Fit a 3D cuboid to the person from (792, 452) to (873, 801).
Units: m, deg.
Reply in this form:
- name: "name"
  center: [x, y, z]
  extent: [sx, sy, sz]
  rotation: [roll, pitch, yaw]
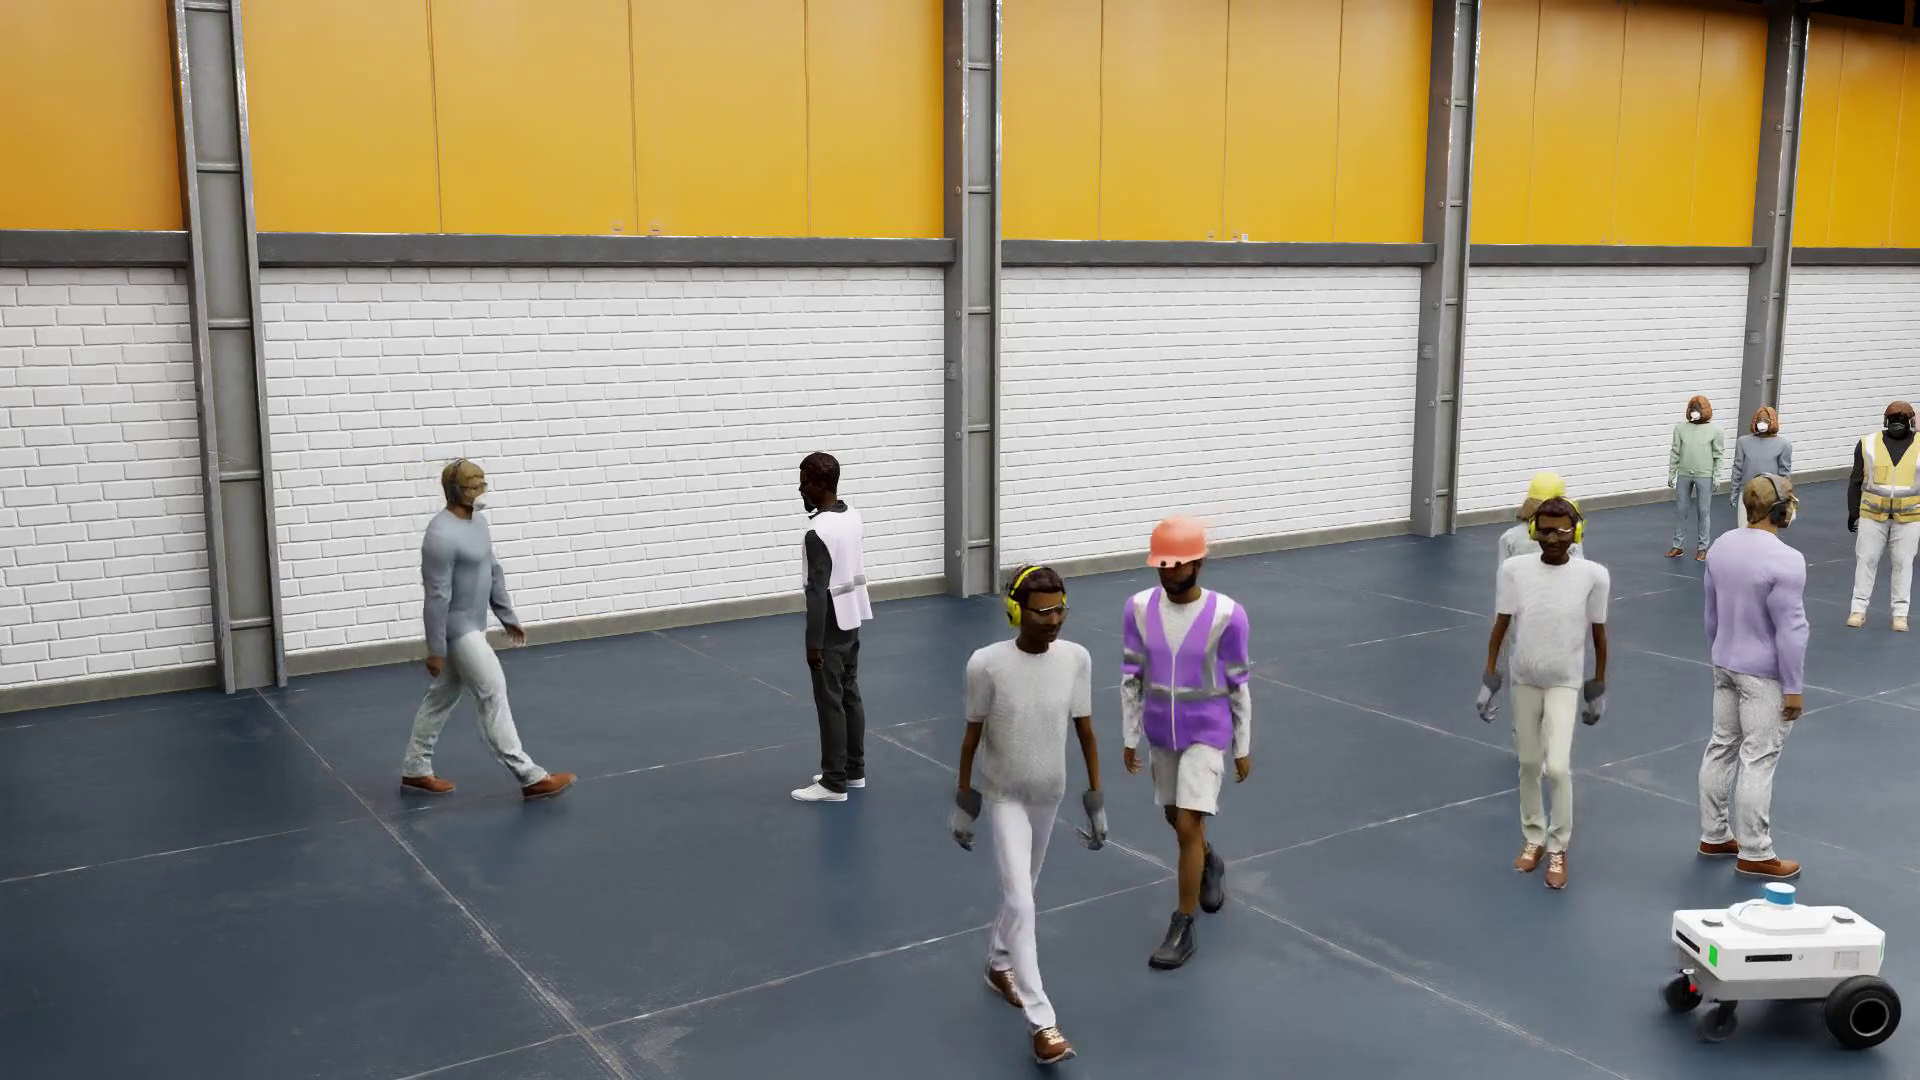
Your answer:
- name: "person"
  center: [-0.691, 0.473, 9.059]
  extent: [0.397, 1.911, 0.587]
  rotation: [3, 10, 16]

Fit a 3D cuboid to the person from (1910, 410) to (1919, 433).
- name: "person"
  center: [9.808, -0.747, 16.826]
  extent: [0.299, 1.772, 0.525]
  rotation: [-8, 12, -39]

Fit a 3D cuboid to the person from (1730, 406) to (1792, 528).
- name: "person"
  center: [7.279, -0.404, 15.156]
  extent: [0.500, 1.636, 0.280]
  rotation: [8, 12, 40]

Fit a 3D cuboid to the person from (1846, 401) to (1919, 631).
- name: "person"
  center: [7.427, -0.193, 13.271]
  extent: [0.633, 1.842, 0.429]
  rotation: [6, 11, 30]

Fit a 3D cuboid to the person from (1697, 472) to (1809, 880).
- name: "person"
  center: [3.801, 0.641, 7.952]
  extent: [0.372, 1.940, 0.631]
  rotation: [-2, 10, -12]

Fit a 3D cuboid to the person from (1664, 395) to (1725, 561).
- name: "person"
  center: [7.259, -0.614, 16.434]
  extent: [0.509, 1.631, 0.269]
  rotation: [9, 13, 42]

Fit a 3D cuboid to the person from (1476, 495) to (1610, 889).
- name: "person"
  center: [2.733, 0.707, 7.851]
  extent: [0.538, 1.847, 0.620]
  rotation: [6, 11, 34]

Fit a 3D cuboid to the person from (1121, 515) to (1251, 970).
- name: "person"
  center: [1.003, 0.799, 7.169]
  extent: [0.552, 1.899, 0.891]
  rotation: [5, 11, 30]

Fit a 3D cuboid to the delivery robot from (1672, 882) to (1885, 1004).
- name: "delivery robot"
  center: [3.110, 1.552, 6.344]
  extent: [0.707, 0.478, 0.477]
  rotation: [-1, 9, -4]

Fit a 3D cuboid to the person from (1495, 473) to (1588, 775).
- name: "person"
  center: [3.352, 0.489, 9.609]
  extent: [0.679, 1.725, 0.512]
  rotation: [-9, 13, -44]

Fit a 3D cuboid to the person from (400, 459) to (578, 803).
- name: "person"
  center: [-2.627, 0.496, 8.994]
  extent: [1.025, 1.885, 0.633]
  rotation: [0, 9, -1]

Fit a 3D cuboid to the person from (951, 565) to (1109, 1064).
- name: "person"
  center: [0.293, 0.992, 6.221]
  extent: [0.541, 1.812, 0.986]
  rotation: [-4, 10, -24]
